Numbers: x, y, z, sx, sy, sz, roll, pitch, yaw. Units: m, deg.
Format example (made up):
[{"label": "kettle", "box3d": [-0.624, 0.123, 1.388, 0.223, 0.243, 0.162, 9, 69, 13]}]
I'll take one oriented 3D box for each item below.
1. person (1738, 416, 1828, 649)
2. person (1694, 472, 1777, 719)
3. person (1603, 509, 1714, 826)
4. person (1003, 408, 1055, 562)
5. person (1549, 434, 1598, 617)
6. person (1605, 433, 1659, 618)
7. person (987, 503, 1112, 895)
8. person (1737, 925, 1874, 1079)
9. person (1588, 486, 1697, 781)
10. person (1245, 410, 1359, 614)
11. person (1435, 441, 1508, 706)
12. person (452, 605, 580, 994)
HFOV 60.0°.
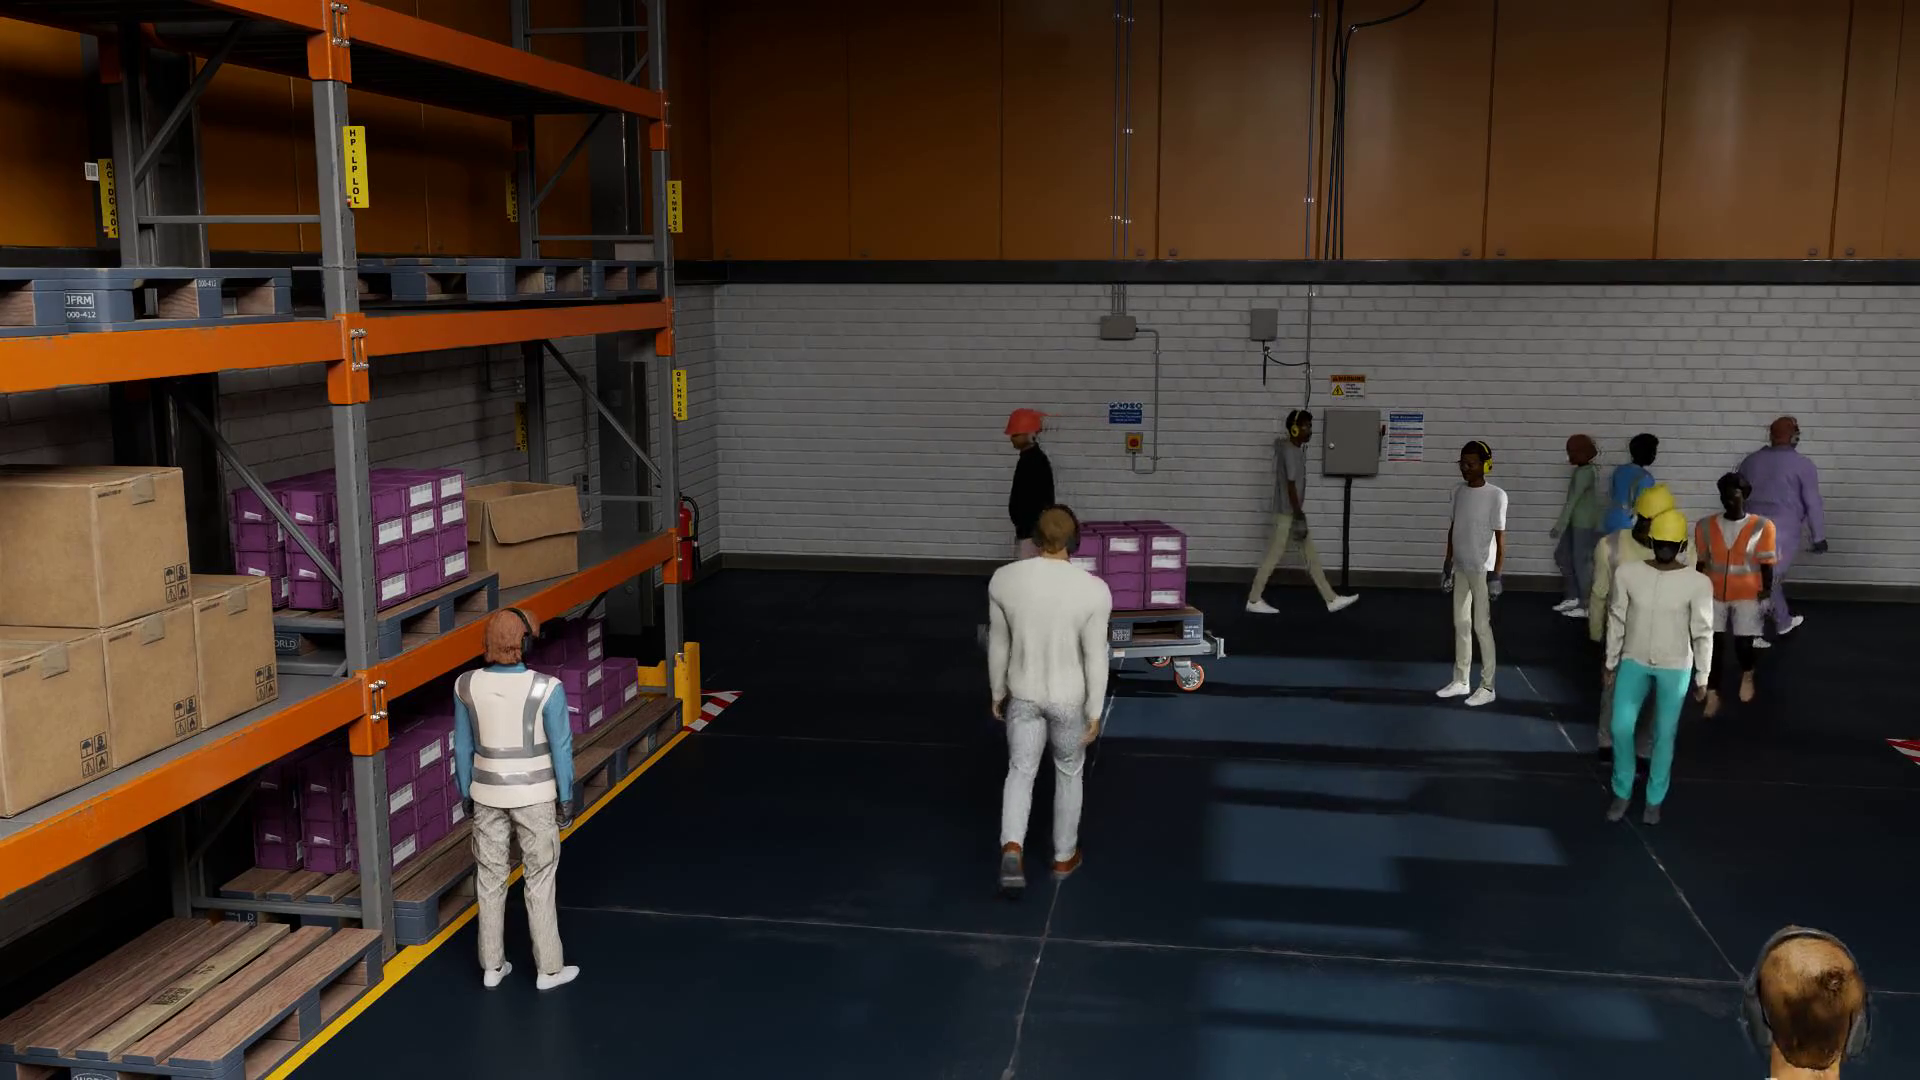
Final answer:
[{"label": "person", "box3d": [6.655, -0.060, 13.427, 0.978, 1.860, 0.649, -4, 10, -24]}, {"label": "person", "box3d": [5.250, 0.367, 11.313, 0.549, 1.683, 0.476, 7, 12, 38]}, {"label": "person", "box3d": [3.767, 0.702, 9.009, 0.554, 1.750, 0.489, 5, 11, 31]}, {"label": "person", "box3d": [0.635, -0.068, 13.154, 0.621, 1.972, 0.638, -1, 9, -5]}, {"label": "person", "box3d": [5.348, -0.117, 14.520, 0.481, 1.615, 0.511, 3, 10, 19]}, {"label": "person", "box3d": [5.632, -0.077, 14.066, 0.422, 1.672, 0.552, -2, 9, -14]}, {"label": "person", "box3d": [0.414, 0.779, 8.081, 0.635, 1.917, 0.774, 3, 10, 16]}, {"label": "person", "box3d": [1.607, 1.617, 3.217, 0.538, 1.819, 0.751, 4, 10, 22]}, {"label": "person", "box3d": [4.079, 0.551, 9.956, 0.606, 1.778, 0.737, 3, 10, 20]}, {"label": "person", "box3d": [3.000, -0.222, 14.591, 1.002, 1.804, 0.521, 3, 10, 20]}, {"label": "person", "box3d": [3.593, 0.228, 11.672, 0.319, 1.858, 0.519, -5, 10, -27]}, {"label": "person", "box3d": [-1.867, 1.092, 6.994, 0.523, 1.638, 0.311, 2, 9, 10]}]
